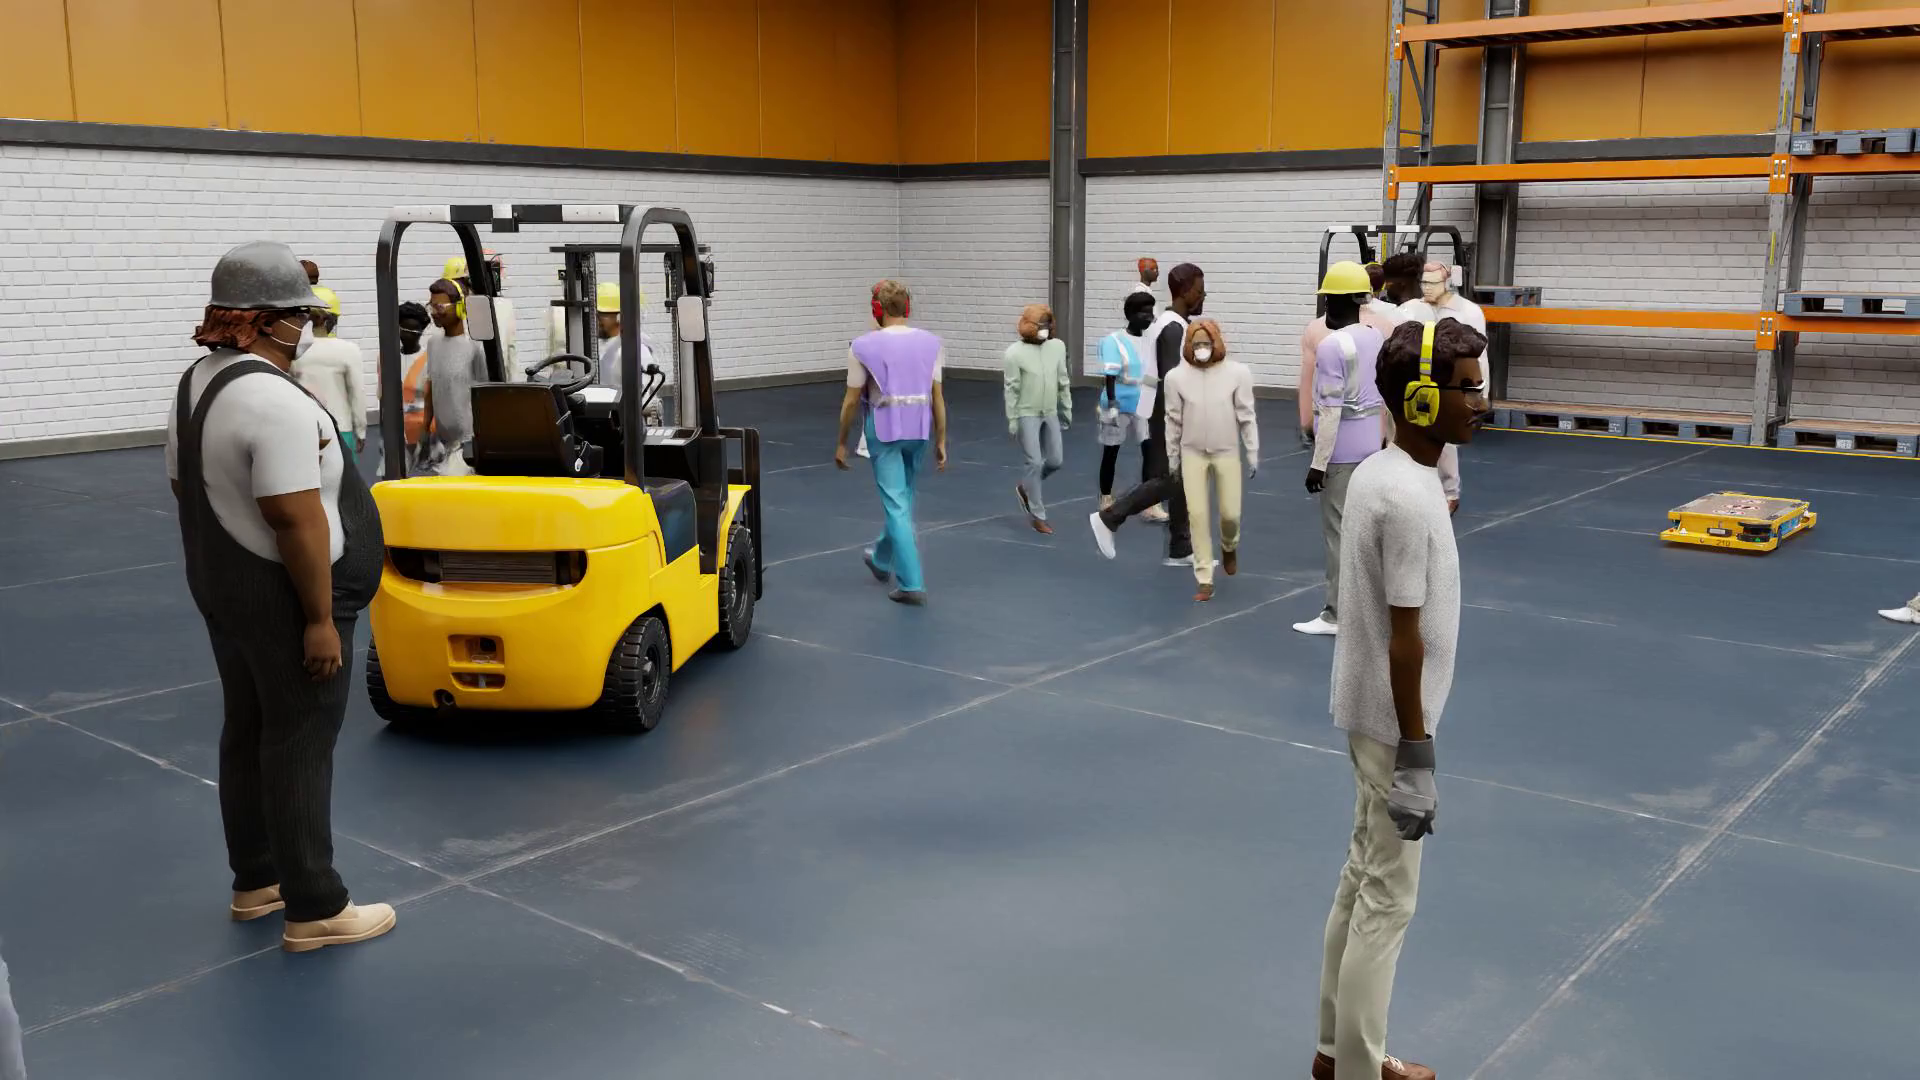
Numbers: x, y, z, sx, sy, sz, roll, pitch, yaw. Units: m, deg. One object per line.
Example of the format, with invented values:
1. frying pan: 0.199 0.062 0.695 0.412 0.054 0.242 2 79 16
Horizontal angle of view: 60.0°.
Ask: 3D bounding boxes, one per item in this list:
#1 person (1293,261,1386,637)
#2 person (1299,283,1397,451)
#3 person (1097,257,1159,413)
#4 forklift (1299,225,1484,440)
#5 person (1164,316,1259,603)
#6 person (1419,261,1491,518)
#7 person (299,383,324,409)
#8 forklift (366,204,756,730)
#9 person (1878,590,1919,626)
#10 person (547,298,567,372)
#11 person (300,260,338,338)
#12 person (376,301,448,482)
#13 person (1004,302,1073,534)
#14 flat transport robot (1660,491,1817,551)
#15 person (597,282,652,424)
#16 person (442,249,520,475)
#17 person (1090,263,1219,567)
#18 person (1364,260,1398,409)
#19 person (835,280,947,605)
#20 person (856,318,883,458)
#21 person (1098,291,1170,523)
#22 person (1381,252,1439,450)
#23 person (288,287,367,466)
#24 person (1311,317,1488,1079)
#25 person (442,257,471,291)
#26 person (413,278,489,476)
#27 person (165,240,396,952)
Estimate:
1. person: 1.967 -0.462 8.575 0.368 1.927 0.587 8 13 38
2. person: 2.524 -0.786 10.624 0.669 1.839 1.052 4 11 22
3. person: 2.018 -2.242 18.652 0.941 1.853 0.573 4 11 19
4. forklift: 4.449 -2.115 16.993 1.214 2.155 2.313 8 13 38
5. person: 1.441 -0.476 9.520 0.545 1.610 0.567 3 11 14
6. person: 3.471 -1.070 12.078 0.723 1.880 0.540 9 13 40
7. person: -3.101 -0.138 7.373 0.561 1.701 0.919 0 10 -1
8. forklift: -1.766 -0.406 7.525 1.214 2.155 2.313 1 10 7
9. person: 5.366 -0.300 8.601 0.872 1.597 0.534 7 12 33
10. person: -3.559 -1.606 15.263 0.594 1.807 0.738 5 12 28
11. person: -6.301 -1.787 16.156 0.429 1.844 0.627 3 11 17
12. person: -3.378 -0.604 10.079 0.559 1.654 0.758 3 11 19
13. person: 0.507 -0.859 11.636 0.547 1.608 0.523 -6 12 -30
14. flat transport robot: 5.356 -0.143 11.397 0.652 0.197 1.431 8 13 38
15. person: -2.126 -0.731 10.487 0.592 1.785 0.953 9 13 40
16. person: -3.517 -1.131 12.147 0.563 1.969 0.645 8 13 38
17. person: 1.228 -0.760 10.298 0.713 1.899 0.611 2 10 12
18. person: 3.188 -1.228 12.965 0.532 1.875 0.317 4 11 20
19. person: -0.428 -0.573 9.523 0.586 1.795 0.953 -6 12 -31
20. person: -0.688 -1.567 15.604 0.548 1.637 0.533 -2 10 -9
21. person: 1.258 -0.935 11.911 0.546 1.663 0.775 -5 12 -27
22. person: 2.966 -0.982 11.391 0.577 1.946 0.622 7 13 35
23. person: -3.947 -0.675 10.275 0.540 1.750 0.500 -2 10 -9
24. person: 0.995 0.439 3.770 0.309 1.859 0.535 1 10 6
25. person: -3.930 -1.307 13.345 0.688 1.893 0.667 0 10 2
26. person: -2.811 -0.592 9.580 0.495 1.839 0.928 8 13 38
27. person: -1.949 0.153 4.852 0.689 2.000 0.538 10 14 43
